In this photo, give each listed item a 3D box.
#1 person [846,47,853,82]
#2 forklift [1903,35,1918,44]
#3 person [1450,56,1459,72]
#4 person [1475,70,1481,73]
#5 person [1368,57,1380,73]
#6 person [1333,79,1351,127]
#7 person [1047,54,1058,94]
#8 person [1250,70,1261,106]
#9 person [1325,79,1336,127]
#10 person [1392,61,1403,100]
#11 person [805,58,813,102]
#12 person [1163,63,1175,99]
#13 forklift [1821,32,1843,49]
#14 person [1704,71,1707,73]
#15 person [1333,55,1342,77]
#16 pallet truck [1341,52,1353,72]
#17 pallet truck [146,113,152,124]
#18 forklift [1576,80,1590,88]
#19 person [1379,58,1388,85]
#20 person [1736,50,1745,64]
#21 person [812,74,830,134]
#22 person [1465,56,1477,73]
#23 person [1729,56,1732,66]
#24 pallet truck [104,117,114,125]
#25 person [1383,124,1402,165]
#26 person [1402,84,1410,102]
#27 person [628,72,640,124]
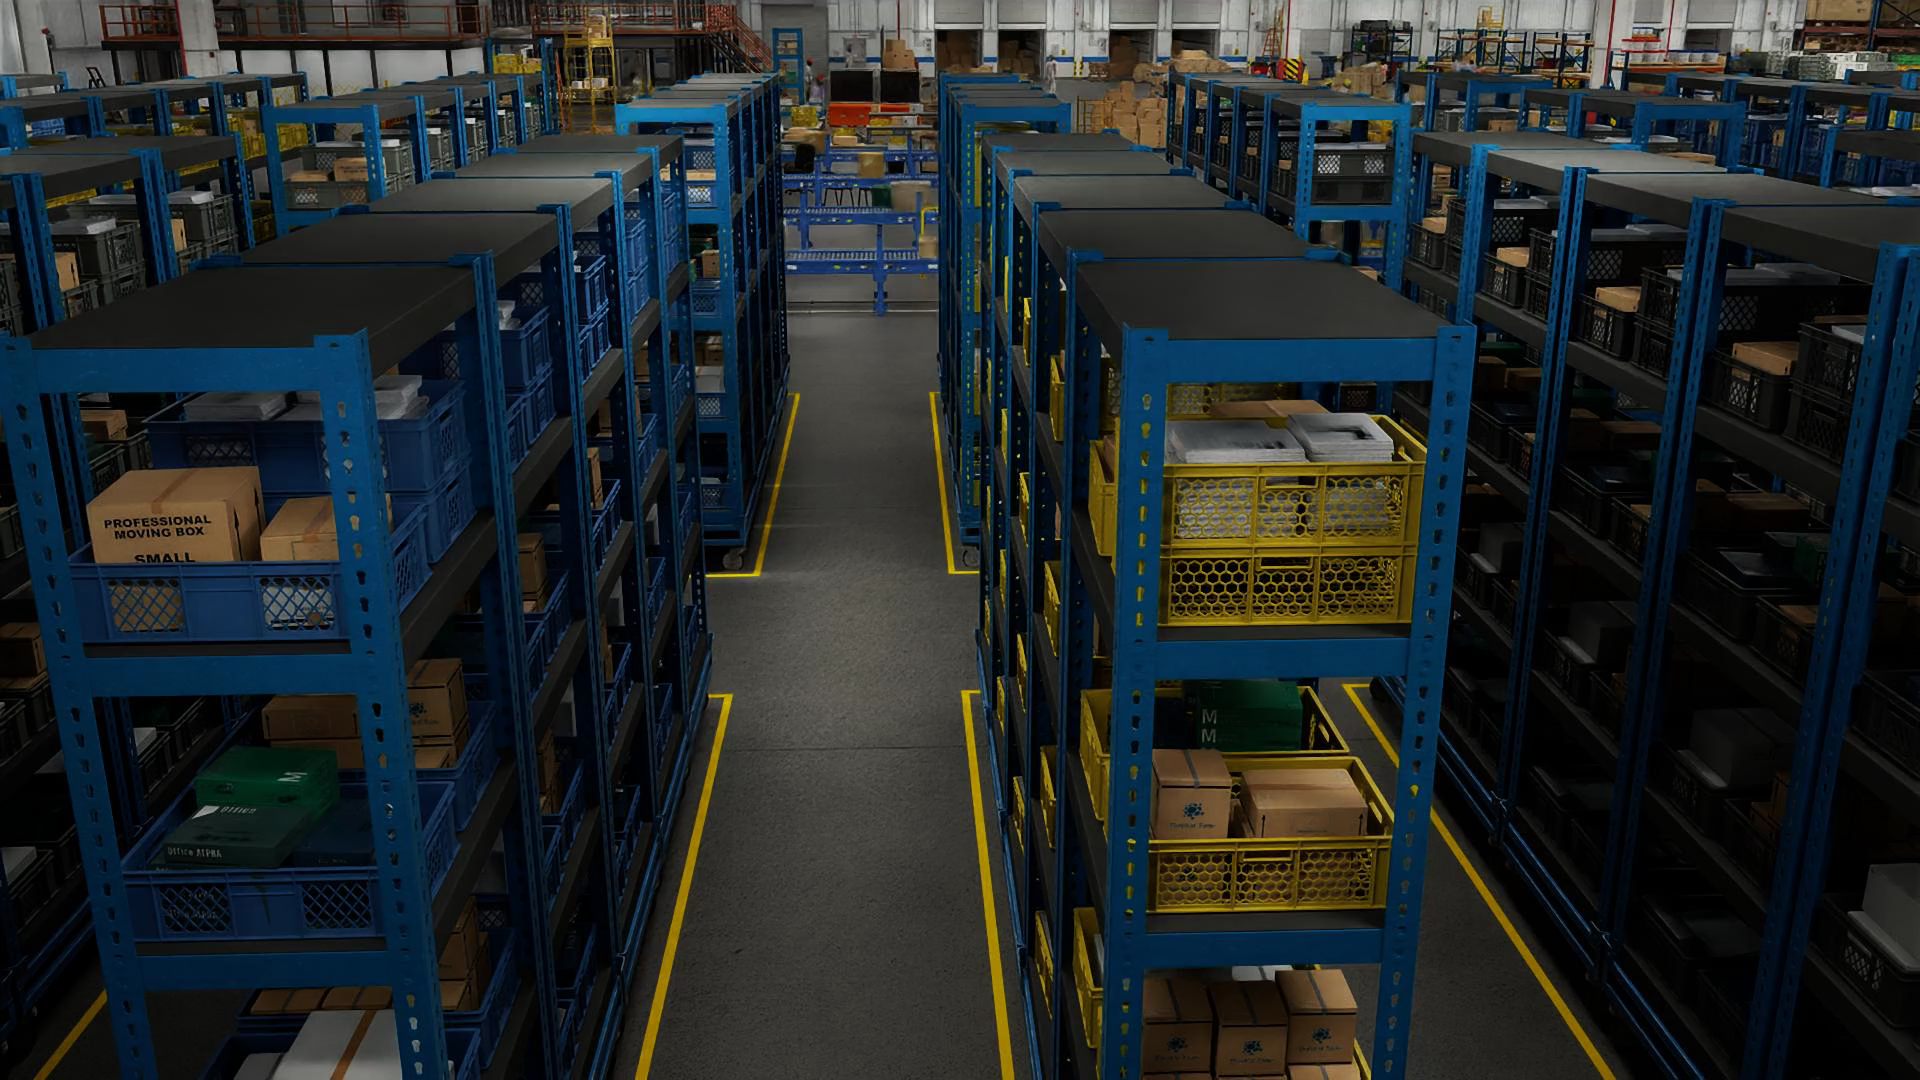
[{"bbox_3d":[-6.182,-26.895,94.007,0.613,1.926,0.645,4,18,11],"label":"person"},{"bbox_3d":[49.831,-25.277,87.485,1.129,2.768,1.873,-10,20,-27],"label":"forklift"},{"bbox_3d":[24.292,-22.891,81.858,0.981,1.783,0.664,1,18,4],"label":"person"},{"bbox_3d":[19.429,-16.636,62.313,0.881,1.908,0.546,8,19,22],"label":"person"},{"bbox_3d":[19.376,-21.617,77.746,1.032,1.878,0.654,-9,20,-25],"label":"person"},{"bbox_3d":[13.272,-14.962,57.331,0.922,1.786,0.596,-1,18,-4],"label":"person"},{"bbox_3d":[4.415,-22.407,80.109,0.354,1.937,0.635,-16,24,-41],"label":"person"},{"bbox_3d":[10.579,-15.774,59.493,0.396,1.992,0.622,-12,21,-32],"label":"person"},{"bbox_3d":[12.918,-15.307,58.479,0.530,1.725,0.863,7,19,21],"label":"person"},{"bbox_3d":[19.167,-20.024,72.897,0.912,1.833,0.493,8,20,24],"label":"person"},{"bbox_3d":[-6.756,-20.636,74.645,0.374,1.928,0.542,-4,18,-11],"label":"person"},{"bbox_3d":[8.296,-17.716,65.429,0.676,2.000,0.536,-3,18,-8],"label":"person"},{"bbox_3d":[46.003,-25.465,88.067,1.129,2.768,1.873,-1,18,-2],"label":"forklift"},{"bbox_3d":[28.463,-17.063,63.554,0.624,1.948,0.744,8,20,24],"label":"person"},{"bbox_3d":[19.384,-23.952,85.224,0.490,1.730,0.557,-4,18,-13],"label":"person"},{"bbox_3d":[18.794,-23.123,82.231,0.823,1.965,1.885,-13,22,-35],"label":"pallet truck"},{"bbox_3d":[-18.087,-8.309,36.390,1.885,1.965,0.823,-1,18,-4],"label":"pallet truck"},{"bbox_3d":[29.745,-21.938,77.152,1.873,2.768,1.129,10,20,27],"label":"forklift"},{"bbox_3d":[20.758,-22.828,81.814,0.530,1.688,0.323,-2,18,-6],"label":"person"},{"bbox_3d":[41.262,-24.863,87.781,0.548,1.899,0.923,-10,21,-29],"label":"person"},{"bbox_3d":[-4.818,-14.655,56.009,0.859,2.017,0.618,11,21,31],"label":"person"},{"bbox_3d":[23.956,-21.721,78.029,0.608,1.909,0.413,-1,18,-3],"label":"person"},{"bbox_3d":[37.474,-22.708,81.214,0.501,1.839,0.341,6,19,18],"label":"person"},{"bbox_3d":[-18.367,-7.885,35.078,1.885,1.965,0.823,1,18,2],"label":"pallet truck"},{"bbox_3d":[9.477,-8.284,36.716,0.809,1.737,0.522,-12,21,-32],"label":"person"},{"bbox_3d":[15.229,-14.786,57.002,0.890,1.646,0.541,9,20,26],"label":"person"},{"bbox_3d":[-12.081,-16.311,61.365,0.749,1.856,0.588,-1,18,-2],"label":"person"}]
